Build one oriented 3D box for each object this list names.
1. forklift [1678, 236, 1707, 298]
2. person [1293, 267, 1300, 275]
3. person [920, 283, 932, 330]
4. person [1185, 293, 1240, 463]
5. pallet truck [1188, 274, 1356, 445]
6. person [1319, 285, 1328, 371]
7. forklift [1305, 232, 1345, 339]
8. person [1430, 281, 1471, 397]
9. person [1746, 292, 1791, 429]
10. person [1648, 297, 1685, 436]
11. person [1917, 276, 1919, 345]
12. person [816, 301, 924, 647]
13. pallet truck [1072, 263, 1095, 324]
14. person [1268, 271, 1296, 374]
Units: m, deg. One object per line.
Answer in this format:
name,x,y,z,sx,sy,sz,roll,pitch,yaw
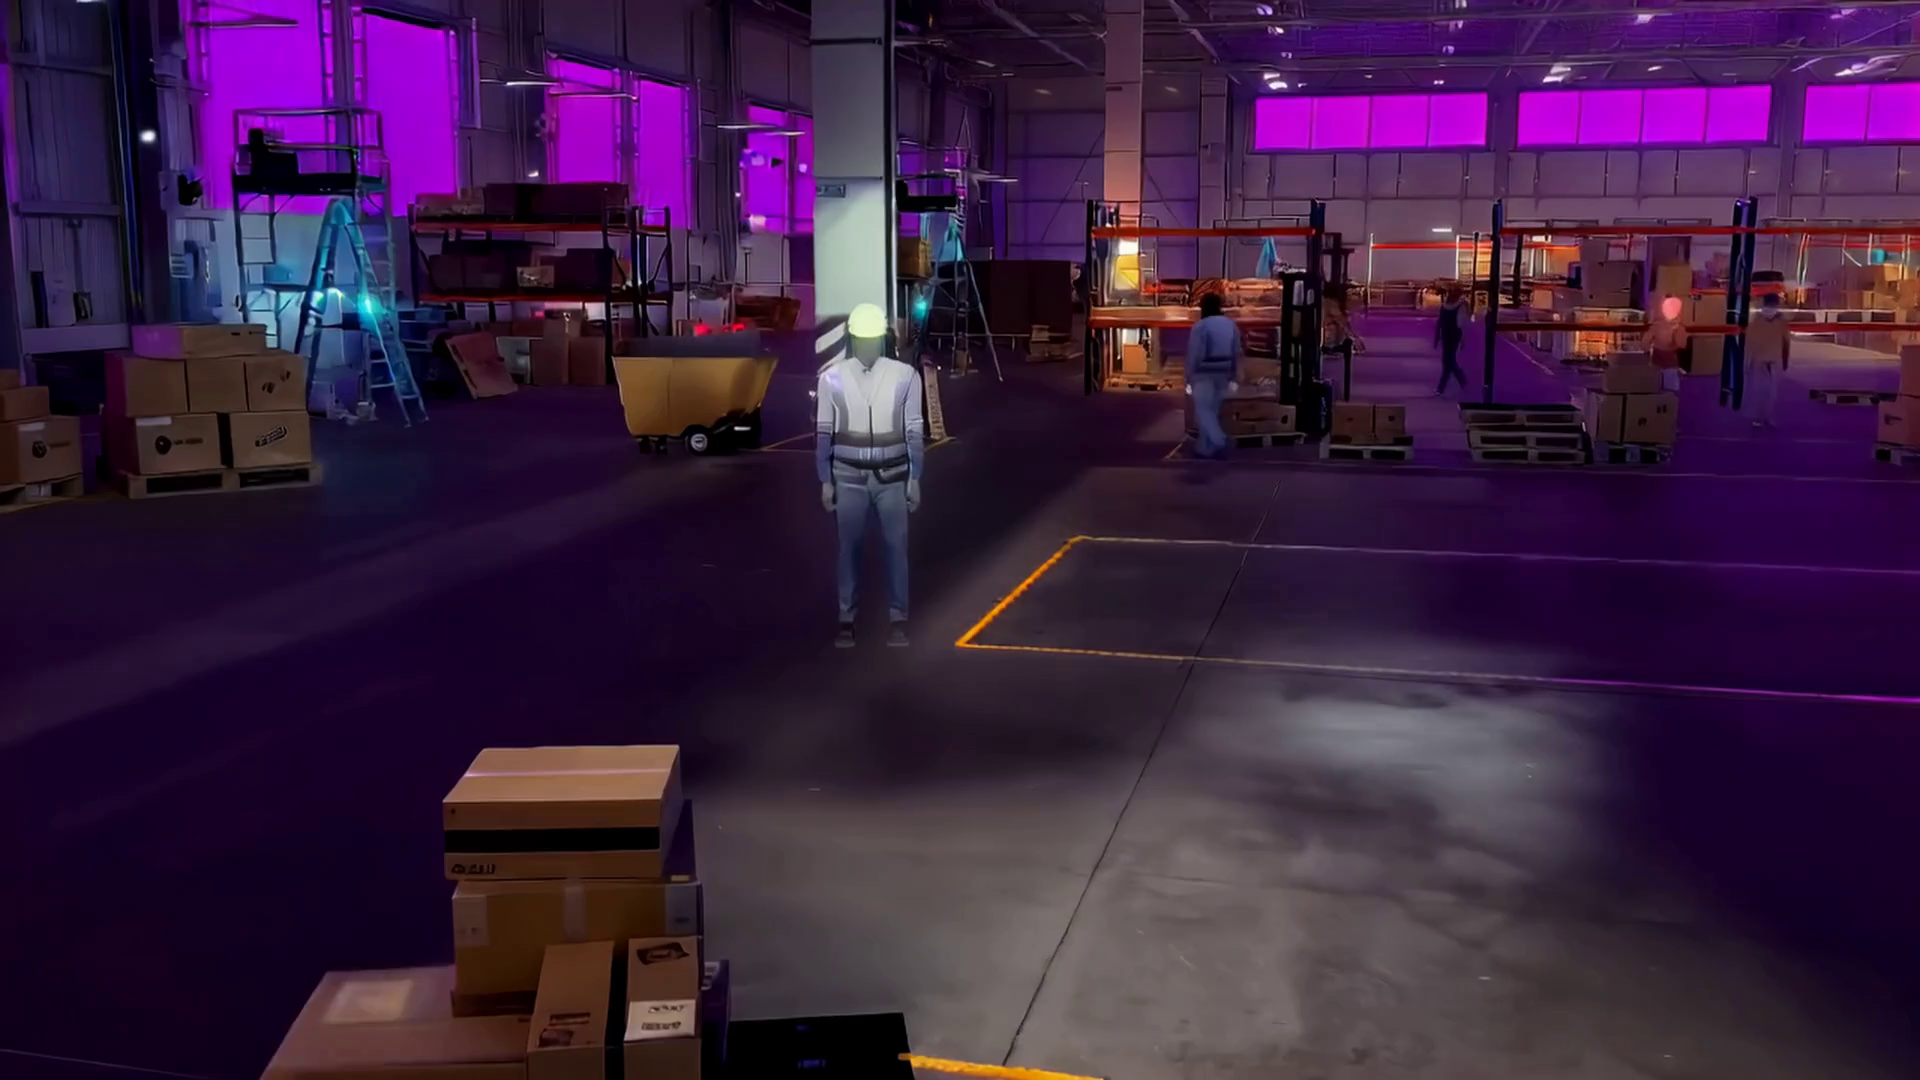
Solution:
forklift,21.538,-7.774,50.175,1.129,2.768,1.873,-3,10,-18
person,10.624,-7.728,52.843,0.358,1.881,0.574,-4,11,-24
person,-0.934,-7.305,50.235,0.544,1.928,0.392,-6,12,-33
person,2.688,-1.721,17.697,0.640,1.812,0.835,-5,11,-28
pallet truck,3.653,-2.138,19.590,1.885,1.965,0.823,-4,10,-20
person,6.863,-4.116,32.001,0.485,1.737,0.320,-3,10,-18
forklift,9.473,-6.631,43.444,1.129,2.768,1.873,6,12,33
person,7.770,-3.158,26.136,0.824,1.817,0.542,-6,11,-32
person,10.293,-2.284,21.197,0.537,1.734,0.551,2,10,9
person,8.637,-2.114,20.333,0.320,1.695,0.537,-4,10,-22
person,18.233,-4.090,31.384,0.405,1.905,0.607,2,10,14
person,-0.500,-0.356,9.287,0.601,1.940,0.415,-1,10,-3
pallet truck,4.325,-8.180,55.162,0.823,1.965,1.885,6,11,31
person,6.070,-4.077,31.193,0.370,1.934,0.627,-3,10,-18
